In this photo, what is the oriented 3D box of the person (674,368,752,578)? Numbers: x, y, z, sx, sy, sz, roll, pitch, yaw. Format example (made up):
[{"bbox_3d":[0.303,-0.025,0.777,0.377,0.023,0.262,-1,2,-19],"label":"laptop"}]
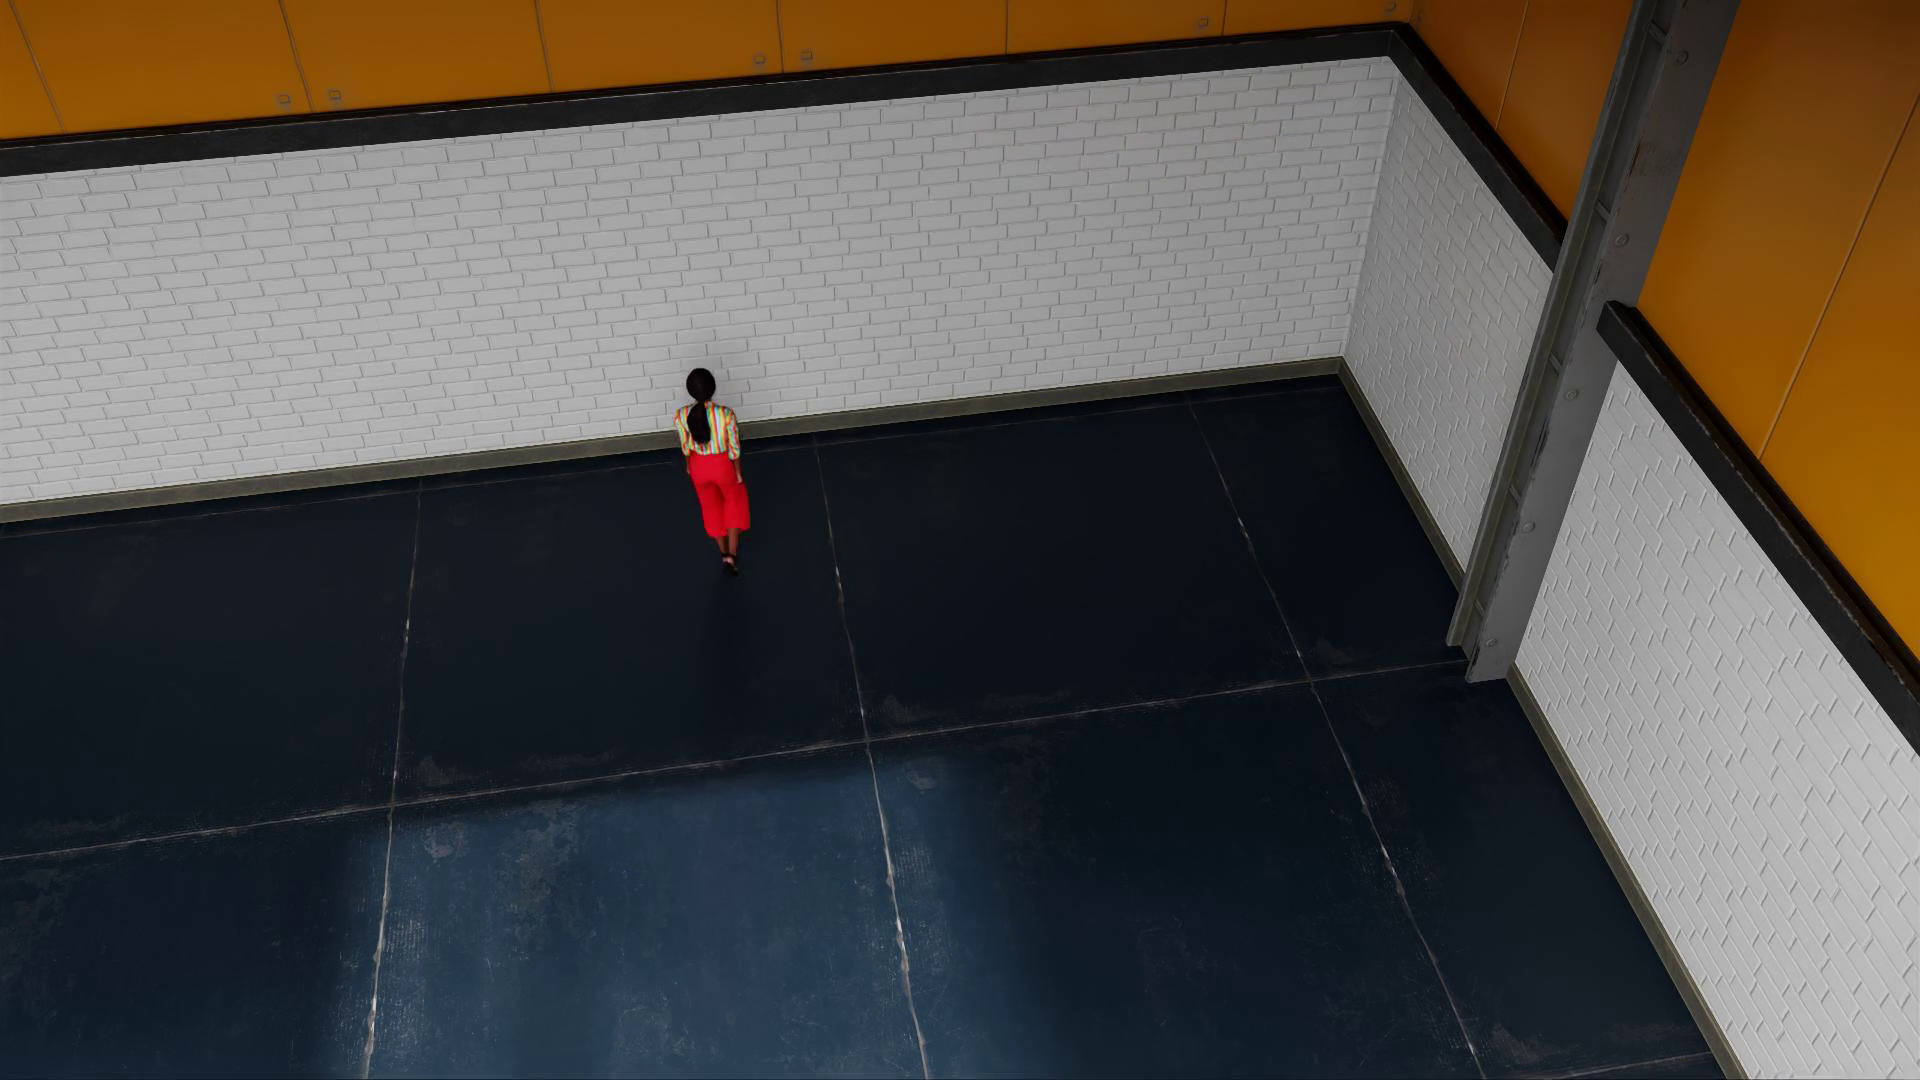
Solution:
[{"bbox_3d":[-1.673,-0.385,11.263,0.651,1.780,0.838,-1,44,-1],"label":"person"}]
